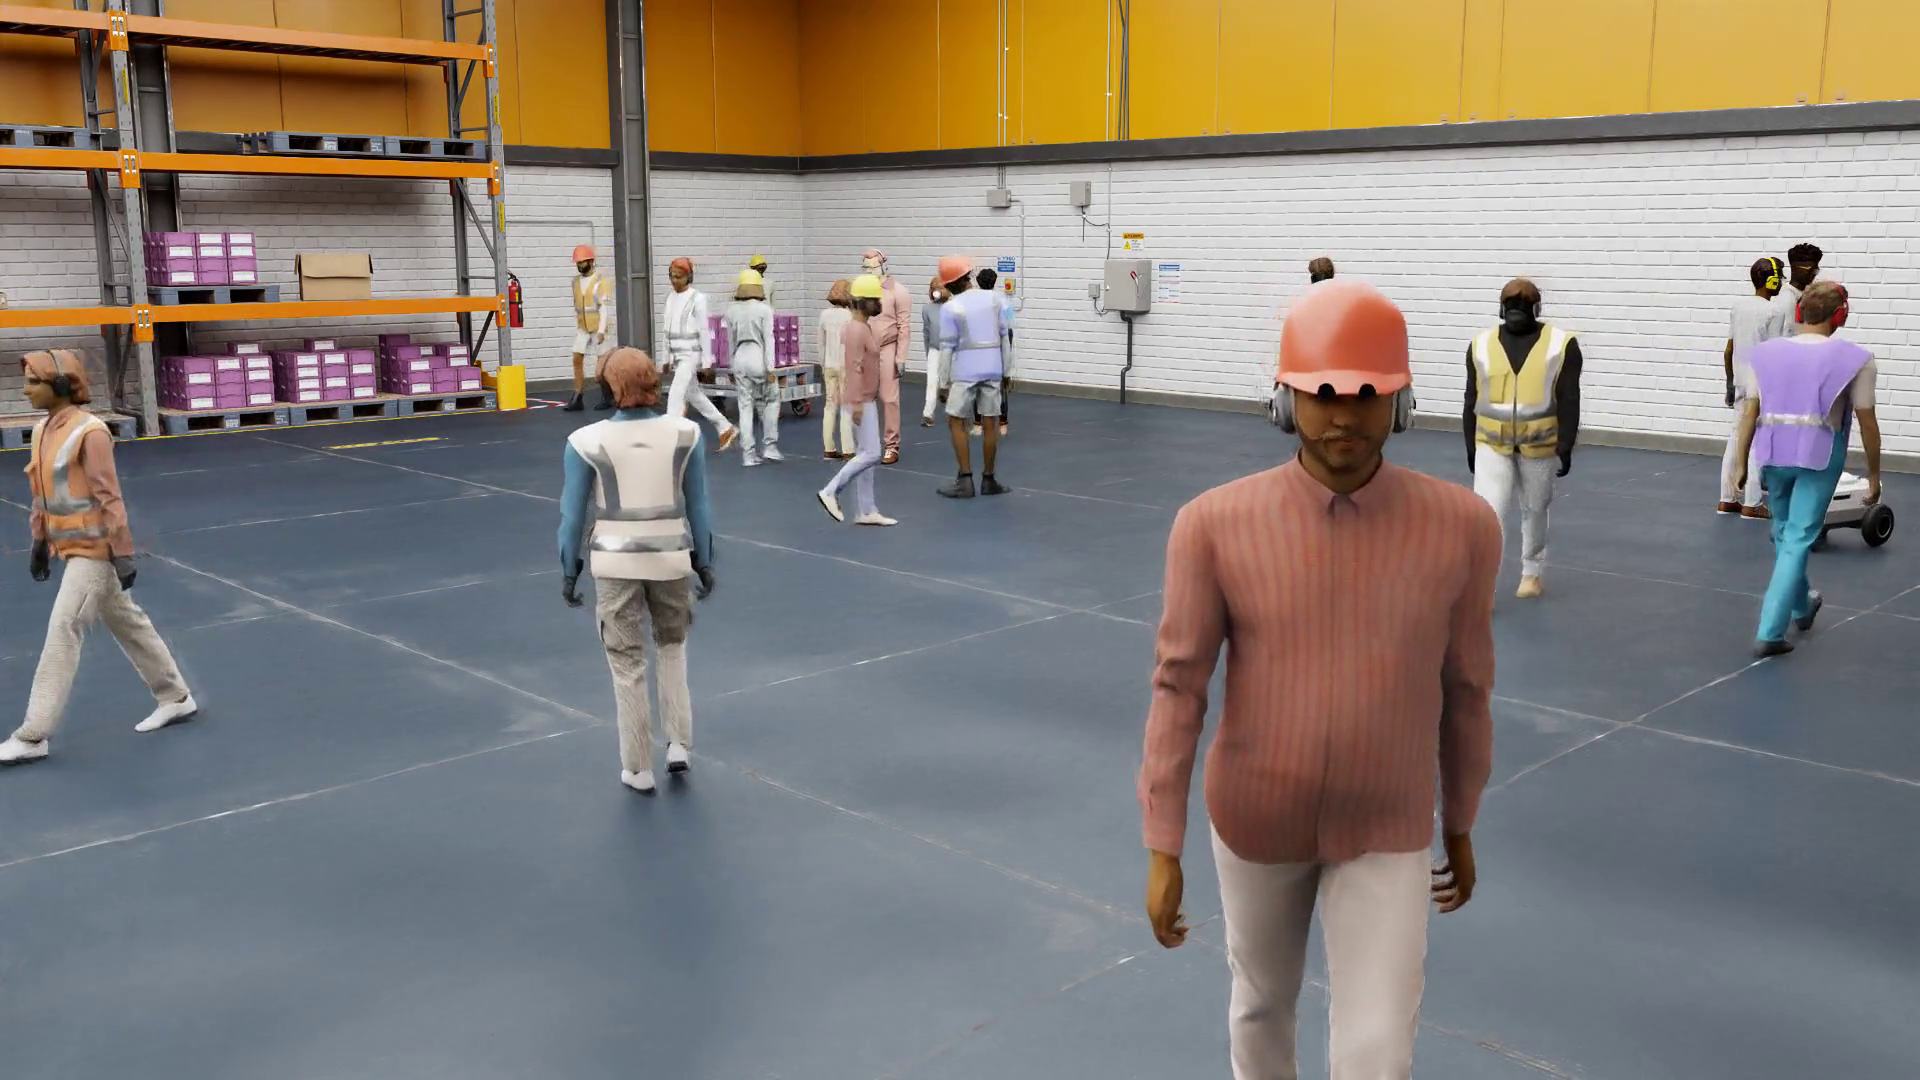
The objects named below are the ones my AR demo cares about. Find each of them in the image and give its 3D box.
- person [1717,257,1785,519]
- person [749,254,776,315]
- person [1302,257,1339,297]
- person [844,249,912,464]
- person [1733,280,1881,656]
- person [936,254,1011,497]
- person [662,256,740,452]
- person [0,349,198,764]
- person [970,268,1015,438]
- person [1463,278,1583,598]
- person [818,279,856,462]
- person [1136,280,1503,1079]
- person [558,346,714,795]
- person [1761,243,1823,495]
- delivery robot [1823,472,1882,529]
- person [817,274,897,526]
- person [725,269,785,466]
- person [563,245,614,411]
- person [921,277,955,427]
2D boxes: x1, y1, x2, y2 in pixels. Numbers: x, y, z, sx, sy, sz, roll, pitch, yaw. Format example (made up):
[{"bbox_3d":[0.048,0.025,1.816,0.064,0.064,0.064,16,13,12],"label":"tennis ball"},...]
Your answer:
[{"bbox_3d":[5.713,-1.086,11.935,0.314,1.869,0.536,-3,11,-17],"label":"person"},{"bbox_3d":[-2.661,-2.903,22.122,0.327,1.769,0.525,9,14,42],"label":"person"},{"bbox_3d":[3.637,-1.894,16.534,0.632,1.809,0.489,-3,11,-18],"label":"person"},{"bbox_3d":[-0.756,-1.622,14.772,0.639,1.903,0.407,5,12,27],"label":"person"},{"bbox_3d":[4.186,-0.358,8.151,0.955,1.792,0.596,-9,14,-40],"label":"person"},{"bbox_3d":[0.110,-1.261,12.887,0.656,1.885,0.375,-5,11,-25],"label":"person"},{"bbox_3d":[-2.426,-1.664,15.184,0.950,1.845,0.582,-9,14,-40],"label":"person"},{"bbox_3d":[-3.464,0.041,6.551,0.533,1.583,0.858,9,14,41],"label":"person"},{"bbox_3d":[0.285,-1.866,16.667,0.530,1.693,0.321,-2,11,-10],"label":"person"},{"bbox_3d":[3.034,-0.517,9.045,0.620,1.797,0.963,5,11,24],"label":"person"},{"bbox_3d":[-1.060,-1.519,14.941,0.507,1.631,0.268,9,14,40],"label":"person"},{"bbox_3d":[0.643,0.514,3.004,0.646,1.937,1.022,1,10,7],"label":"person"},{"bbox_3d":[-1.173,0.114,6.015,0.547,1.624,0.388,-5,11,-24],"label":"person"},{"bbox_3d":[6.466,-1.327,12.988,0.371,1.963,0.608,6,12,31],"label":"person"},{"bbox_3d":[5.681,-0.281,10.875,0.707,0.478,0.477,-6,12,-29],"label":"delivery robot"},{"bbox_3d":[-0.697,-0.954,11.504,0.445,1.752,0.545,1,10,6],"label":"person"},{"bbox_3d":[-1.813,-1.523,14.708,0.503,1.711,0.579,4,11,22],"label":"person"},{"bbox_3d":[-4.283,-2.419,19.088,0.568,1.900,0.843,5,11,24],"label":"person"},{"bbox_3d":[-0.170,-2.018,17.790,0.506,1.585,0.854,3,11,17],"label":"person"}]
